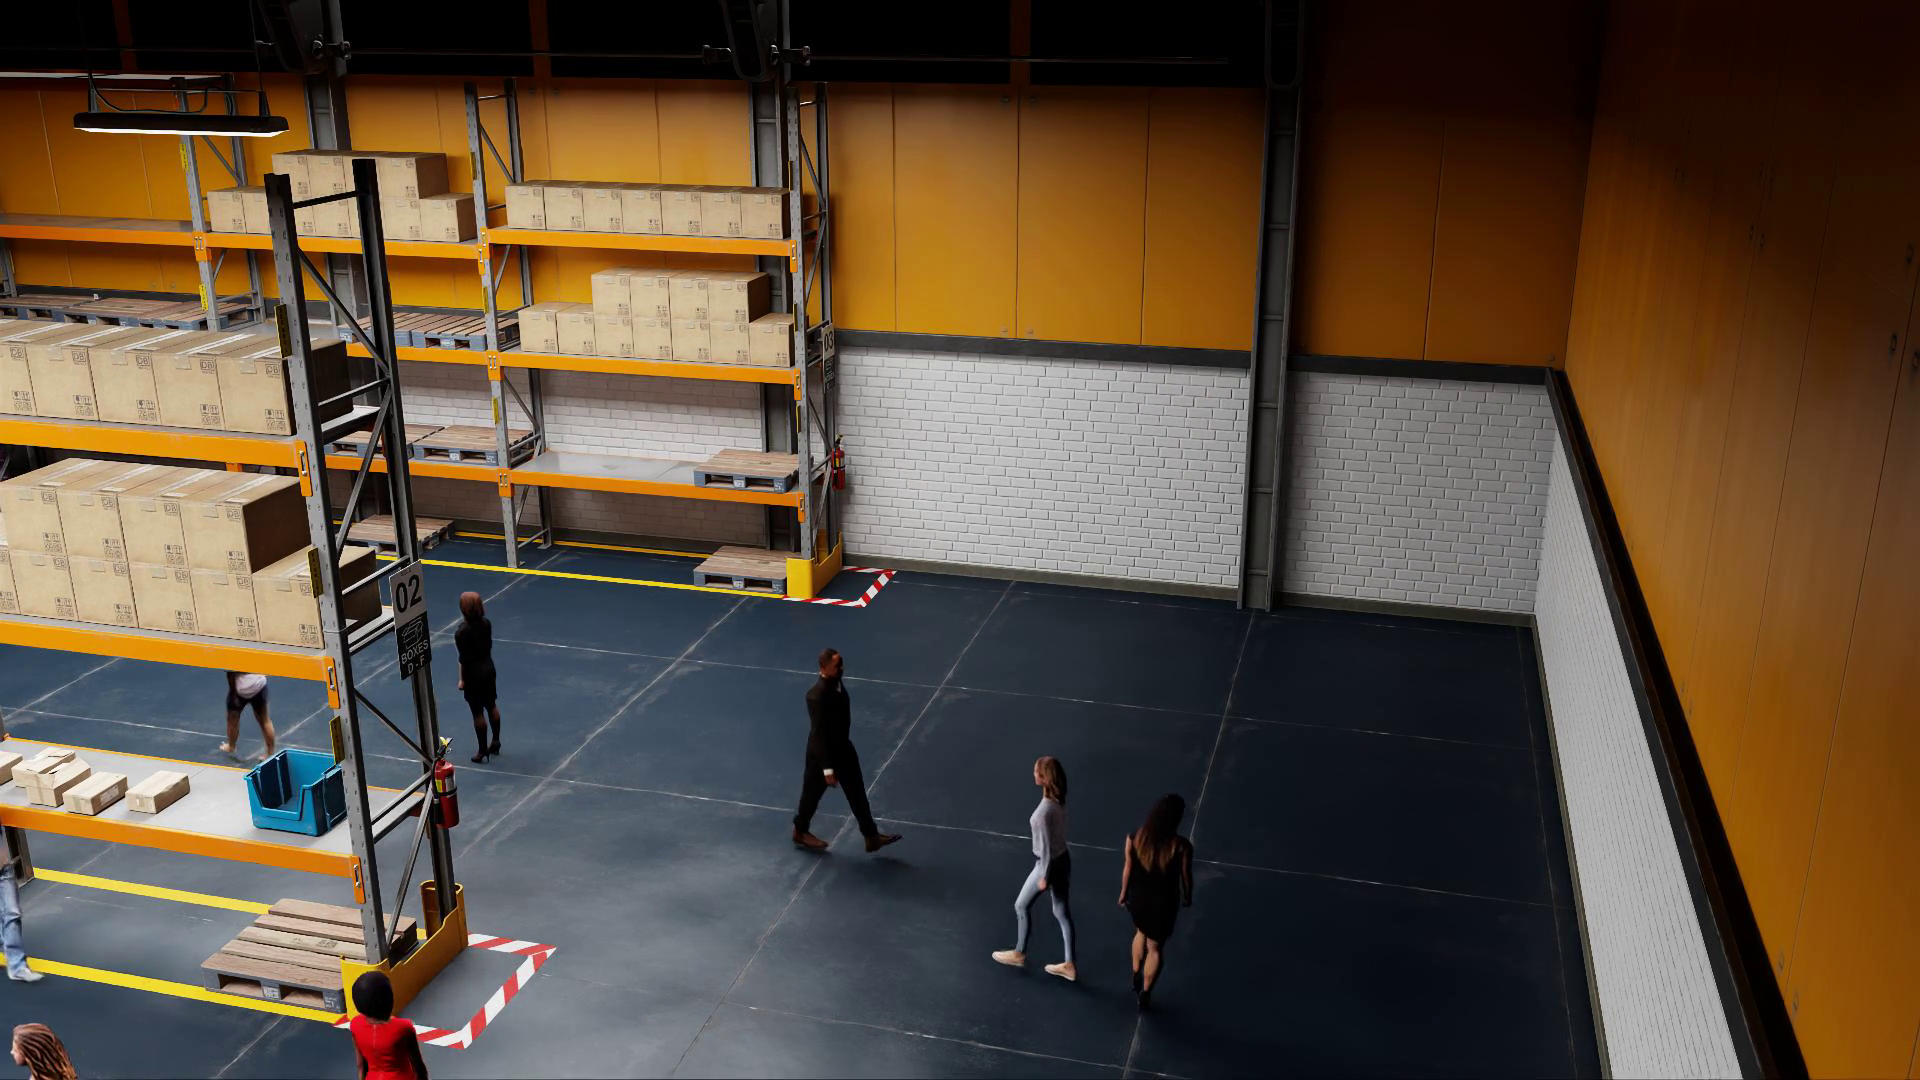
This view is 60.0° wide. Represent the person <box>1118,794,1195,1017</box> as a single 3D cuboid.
[{"bbox_3d":[1.374,2.634,11.815,0.608,1.698,0.750,5,19,15],"label":"person"}]

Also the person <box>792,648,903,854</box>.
[{"bbox_3d":[-1.190,1.802,14.036,1.246,1.857,0.820,7,20,20],"label":"person"}]

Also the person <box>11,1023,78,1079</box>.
[{"bbox_3d":[-4.957,3.478,9.328,1.161,1.684,0.971,-5,19,-14],"label":"person"}]

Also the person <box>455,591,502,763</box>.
[{"bbox_3d":[-4.569,1.289,15.794,0.548,1.706,0.619,9,20,24],"label":"person"}]

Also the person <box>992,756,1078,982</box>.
[{"bbox_3d":[0.746,2.446,12.253,0.952,1.773,0.731,9,20,24],"label":"person"}]

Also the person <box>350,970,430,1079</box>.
[{"bbox_3d":[-3.342,3.348,9.680,1.009,1.707,0.656,5,19,14],"label":"person"}]

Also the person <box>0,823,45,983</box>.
[{"bbox_3d":[-7.250,2.417,12.223,1.042,1.848,0.774,8,20,22],"label":"person"}]
